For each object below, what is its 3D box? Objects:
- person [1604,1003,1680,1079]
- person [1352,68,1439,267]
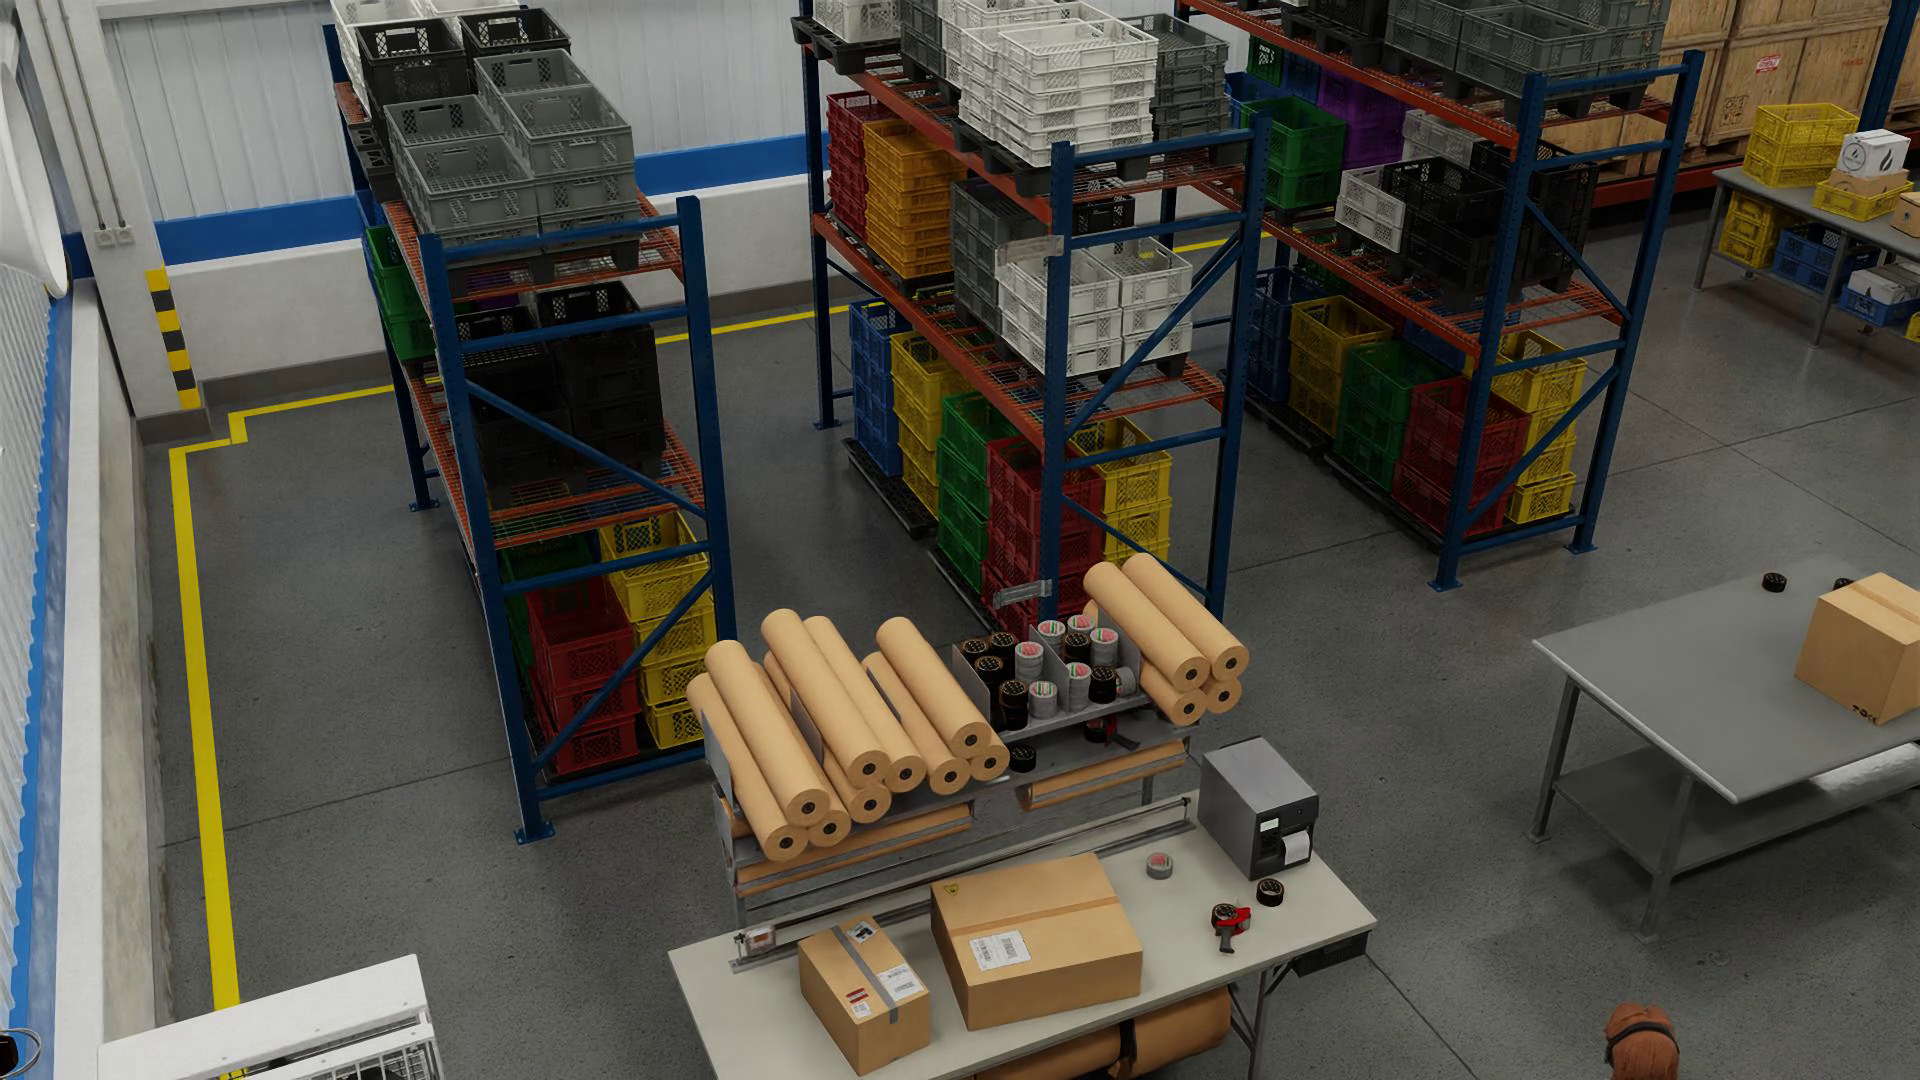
[{"bbox_3d":[2.001,2.105,5.226,0.515,1.641,0.314,1,32,1],"label":"person"},{"bbox_3d":[3.413,-2.984,13.213,0.629,1.940,0.372,9,33,14],"label":"person"}]
